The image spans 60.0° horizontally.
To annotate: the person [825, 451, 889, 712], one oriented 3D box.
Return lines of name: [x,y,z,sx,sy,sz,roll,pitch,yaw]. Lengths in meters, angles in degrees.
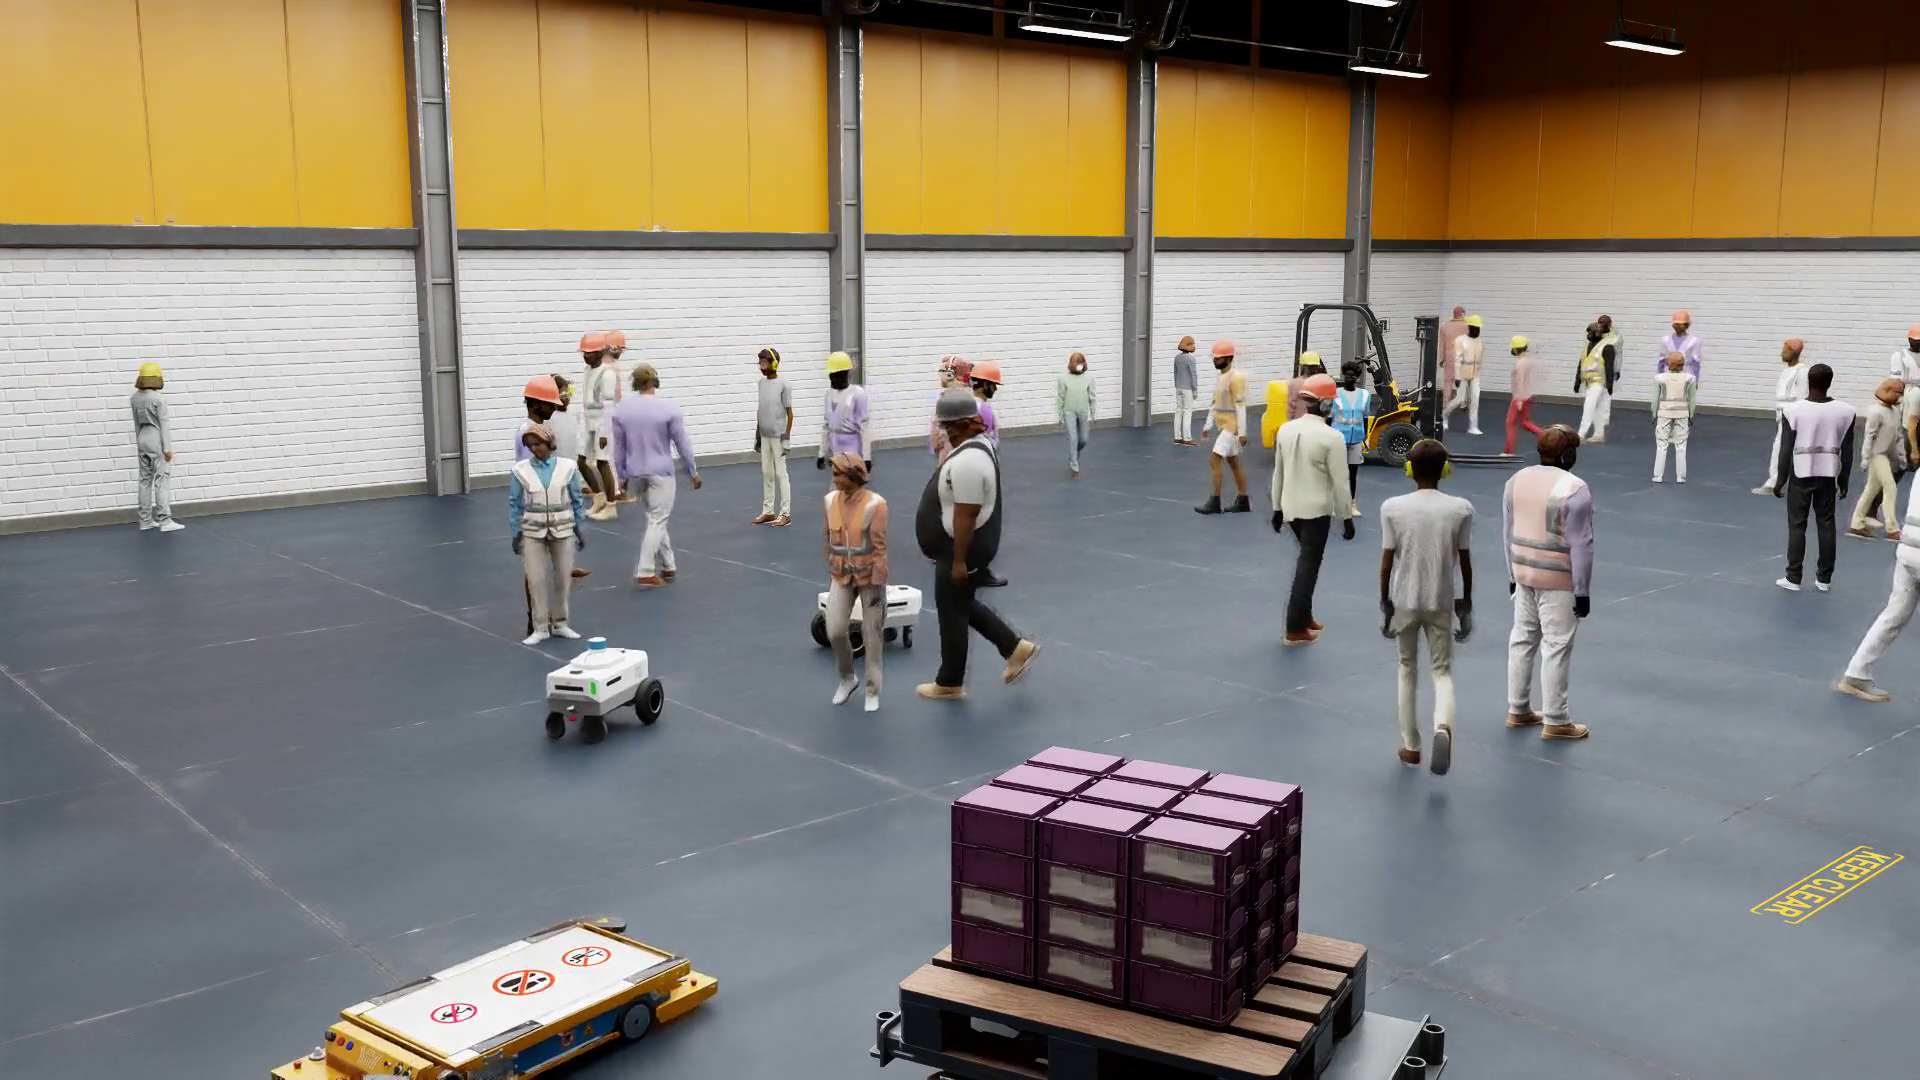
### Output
person: [-0.649,0.264,10.259,0.485,1.624,0.423,4,10,20]

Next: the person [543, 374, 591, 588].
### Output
person: [-3.358,-0.512,14.200,0.413,1.831,0.693,4,11,23]

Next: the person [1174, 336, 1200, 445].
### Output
person: [3.375,-2.225,24.802,0.281,1.633,0.500,-5,11,-29]

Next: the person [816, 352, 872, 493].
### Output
person: [-1.156,-0.843,15.897,0.577,1.904,0.620,-7,12,-35]

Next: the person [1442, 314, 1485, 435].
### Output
person: [8.027,-2.637,26.445,0.593,1.903,0.764,-4,10,-20]

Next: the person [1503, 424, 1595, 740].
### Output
person: [3.466,0.241,9.753,0.429,1.841,0.638,-5,11,-25]

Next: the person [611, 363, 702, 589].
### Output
person: [-2.596,-0.541,14.142,0.689,1.904,0.675,4,10,21]

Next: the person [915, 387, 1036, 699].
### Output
person: [0.064,0.018,10.477,0.697,2.000,0.703,1,10,8]

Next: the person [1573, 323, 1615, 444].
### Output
person: [9.415,-2.343,24.973,0.844,1.807,0.666,-2,10,-14]

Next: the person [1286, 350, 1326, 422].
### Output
person: [4.025,-1.358,19.417,0.528,1.738,0.778,-3,10,-16]

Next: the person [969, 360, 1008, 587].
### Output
person: [0.196,-0.568,14.236,0.372,1.929,0.543,-4,10,-22]

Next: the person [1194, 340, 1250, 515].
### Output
person: [2.851,-1.221,18.120,0.821,1.907,0.548,-1,10,-6]

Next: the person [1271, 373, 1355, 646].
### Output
person: [2.606,-0.217,12.050,0.660,1.969,0.639,-6,11,-32]

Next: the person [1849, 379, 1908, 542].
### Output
person: [9.194,-0.782,16.398,0.507,1.602,0.729,-9,13,-41]

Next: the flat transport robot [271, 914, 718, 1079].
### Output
flat transport robot: [-1.601,1.686,5.888,0.652,0.197,1.431,7,12,37]

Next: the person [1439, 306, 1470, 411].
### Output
person: [9.051,-3.294,30.271,0.644,1.905,0.400,6,11,30]

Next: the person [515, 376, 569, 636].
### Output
person: [-3.119,-0.257,12.420,0.371,1.928,0.543,-2,10,-9]

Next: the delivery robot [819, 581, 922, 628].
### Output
delivery robot: [-0.637,0.472,11.894,0.707,0.478,0.477,-5,11,-27]

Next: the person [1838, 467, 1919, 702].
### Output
person: [6.104,0.136,10.465,0.971,1.817,0.630,1,10,4]

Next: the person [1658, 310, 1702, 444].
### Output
person: [10.831,-2.454,25.043,0.613,2.019,0.651,9,13,41]

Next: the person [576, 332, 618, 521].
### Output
person: [-3.864,-1.192,17.615,0.496,2.020,0.620,-7,12,-36]

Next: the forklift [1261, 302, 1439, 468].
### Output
forklift: [5.320,-2.157,22.763,2.313,2.155,1.214,3,10,16]

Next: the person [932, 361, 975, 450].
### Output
person: [-0.029,-0.807,15.979,0.502,1.811,0.586,-1,10,-7]

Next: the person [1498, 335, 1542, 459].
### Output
person: [7.810,-1.958,22.936,0.735,1.741,0.523,5,11,29]

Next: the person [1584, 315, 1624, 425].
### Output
person: [10.710,-2.831,27.762,0.624,1.838,0.430,4,11,23]

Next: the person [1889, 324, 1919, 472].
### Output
person: [12.381,-1.839,21.659,0.552,1.933,0.368,-1,10,-6]

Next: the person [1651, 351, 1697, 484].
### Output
person: [8.826,-1.511,20.592,0.512,1.645,0.307,3,10,18]

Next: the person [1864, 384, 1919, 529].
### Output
person: [9.740,-0.972,17.034,0.533,1.798,0.902,-8,12,-38]

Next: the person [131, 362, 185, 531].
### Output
person: [-8.267,-0.961,17.095,0.490,1.741,0.301,4,11,24]

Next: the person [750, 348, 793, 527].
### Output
person: [-1.960,-1.063,17.346,0.521,1.860,0.327,8,13,40]

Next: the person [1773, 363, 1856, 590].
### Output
person: [7.190,-0.523,14.006,0.597,1.916,0.371,1,10,7]

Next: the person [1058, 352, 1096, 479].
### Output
person: [1.478,-1.608,21.265,0.499,1.616,0.584,-2,10,-12]

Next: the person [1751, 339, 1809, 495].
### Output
person: [9.843,-1.440,19.577,0.816,1.860,0.584,1,10,7]

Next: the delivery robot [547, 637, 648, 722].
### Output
delivery robot: [-2.139,0.822,9.844,0.477,0.478,0.707,3,10,16]

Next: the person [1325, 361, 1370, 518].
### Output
person: [4.158,-1.077,17.895,0.530,1.696,0.322,-2,10,-11]

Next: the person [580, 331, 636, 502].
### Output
person: [-4.118,-1.415,19.112,0.601,1.963,0.846,-7,12,-37]

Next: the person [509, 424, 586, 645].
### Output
person: [-2.990,-0.041,12.079,0.538,1.616,0.382,-3,10,-15]

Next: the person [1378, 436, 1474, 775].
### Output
person: [2.518,0.375,8.984,0.524,1.845,0.680,2,10,11]

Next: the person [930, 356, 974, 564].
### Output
person: [-0.070,-0.731,15.243,0.409,1.913,0.651,2,10,13]
